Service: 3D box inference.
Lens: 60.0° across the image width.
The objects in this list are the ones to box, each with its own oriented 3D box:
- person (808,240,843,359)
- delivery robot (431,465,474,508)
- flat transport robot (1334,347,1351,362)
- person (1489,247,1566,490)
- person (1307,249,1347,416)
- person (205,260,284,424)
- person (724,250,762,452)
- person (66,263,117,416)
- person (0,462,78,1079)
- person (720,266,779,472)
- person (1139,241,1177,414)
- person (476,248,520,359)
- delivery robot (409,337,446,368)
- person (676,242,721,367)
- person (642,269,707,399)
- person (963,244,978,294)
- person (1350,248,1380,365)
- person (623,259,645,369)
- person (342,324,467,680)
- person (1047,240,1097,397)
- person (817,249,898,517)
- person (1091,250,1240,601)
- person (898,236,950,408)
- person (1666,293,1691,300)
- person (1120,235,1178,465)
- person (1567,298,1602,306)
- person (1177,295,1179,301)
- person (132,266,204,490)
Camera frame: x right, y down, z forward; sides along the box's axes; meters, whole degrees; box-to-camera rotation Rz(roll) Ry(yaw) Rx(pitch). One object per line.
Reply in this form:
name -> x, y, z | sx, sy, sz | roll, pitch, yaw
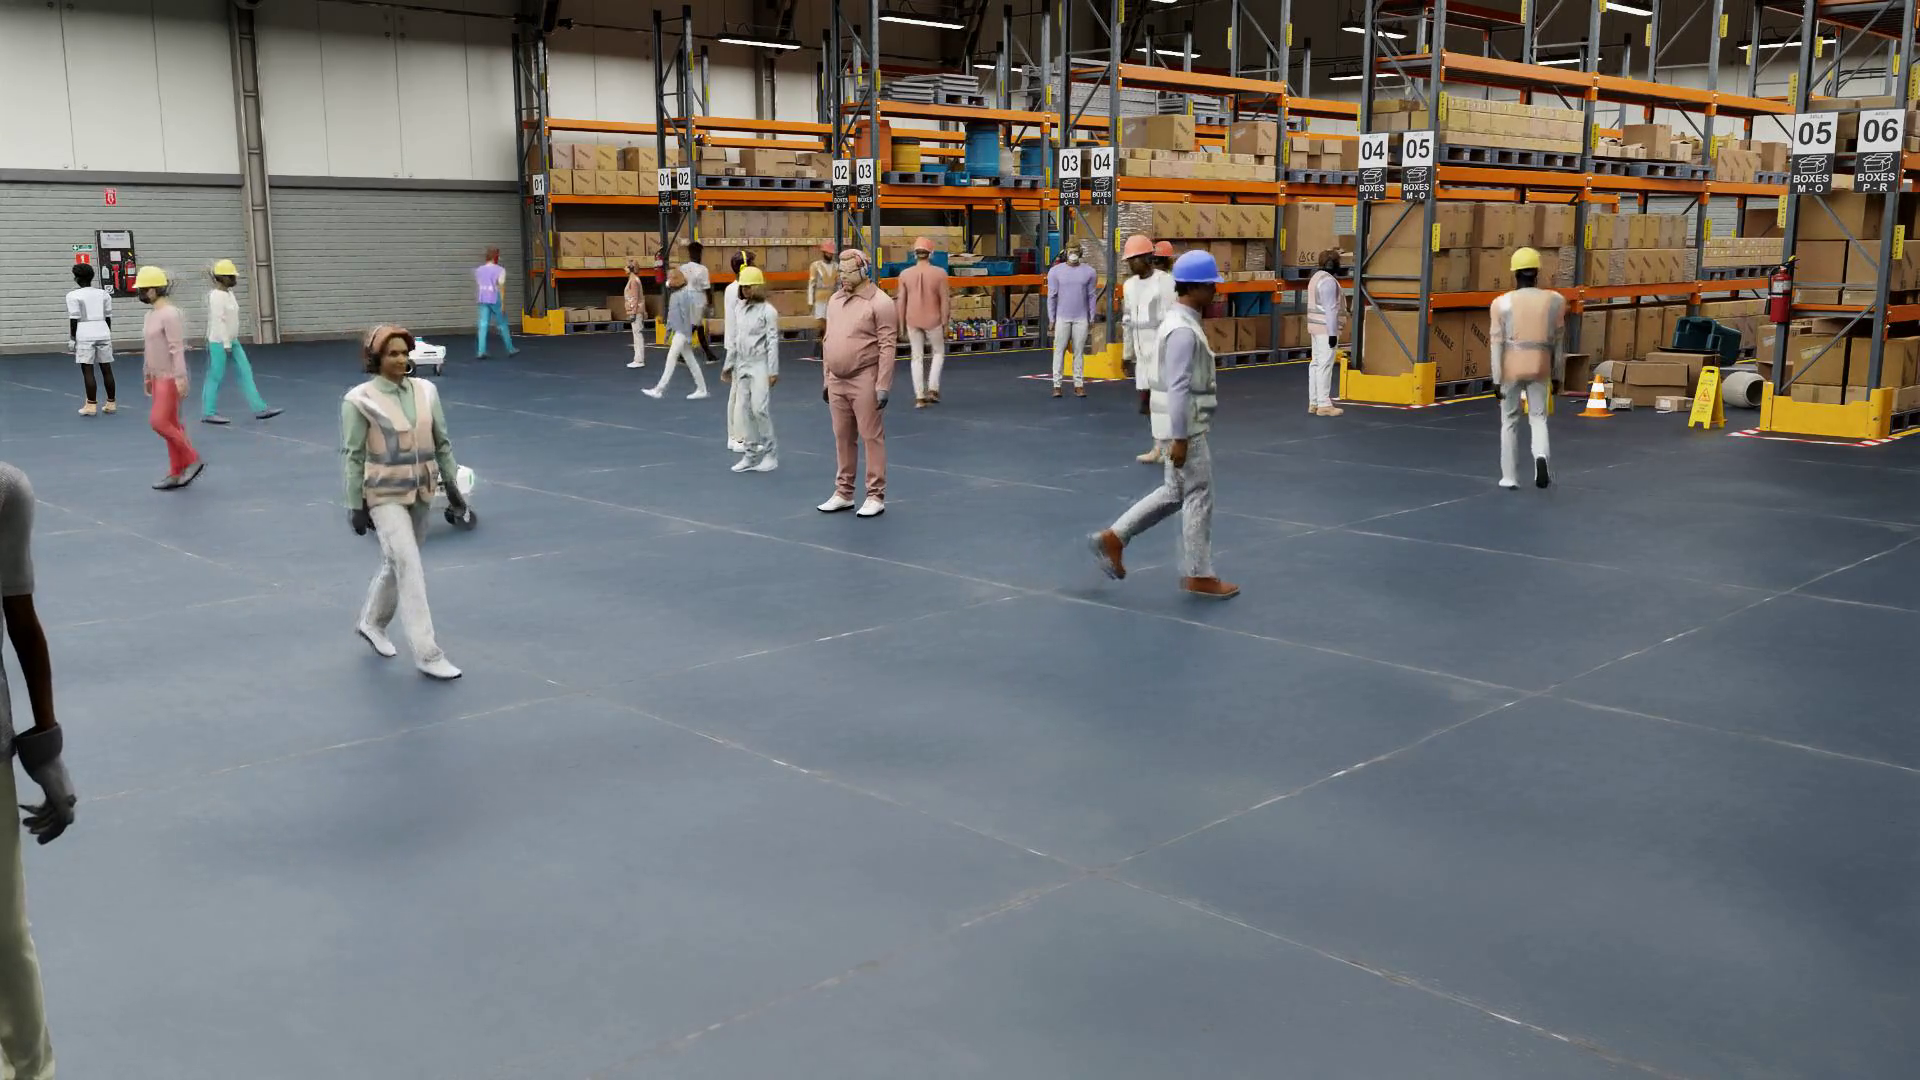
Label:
person -> -2.169, -3.892, 26.997 | 0.560, 1.913, 0.488 | -7, 13, -35
delivery robot -> -3.706, -0.371, 11.368 | 0.707, 0.478, 0.477 | -6, 12, -31
flat transport robot -> 6.368, -2.970, 26.568 | 1.431, 0.197, 0.652 | -10, 15, -44
person -> 4.418, -1.316, 12.962 | 0.595, 1.910, 0.683 | 1, 10, 7
person -> 4.121, -2.331, 18.685 | 0.429, 1.843, 0.633 | -1, 10, -5
person -> -7.735, -2.112, 17.793 | 0.848, 1.730, 0.544 | 0, 10, 0
person -> -2.034, -1.767, 15.568 | 0.332, 1.865, 0.514 | -4, 11, -22
person -> -9.736, -2.249, 18.638 | 0.319, 1.694, 0.532 | 5, 12, 26
person -> -2.097, 0.470, 3.376 | 0.511, 1.860, 0.312 | -8, 13, -37
person -> -1.785, -1.448, 14.158 | 0.506, 1.741, 0.360 | 9, 14, 41
person -> 2.242, -2.373, 18.650 | 0.373, 1.934, 0.551 | -8, 13, -35
person -> -7.603, -3.858, 27.135 | 0.586, 1.790, 0.964 | 4, 11, 22
delivery robot -> -7.794, -2.680, 23.958 | 0.707, 0.478, 0.477 | -6, 12, -30
person -> -4.101, -3.644, 25.702 | 0.636, 1.903, 1.061 | 8, 13, 36
person -> -3.494, -2.505, 20.312 | 0.858, 1.581, 0.520 | -4, 11, -22
person -> 0.186, -6.006, 38.793 | 0.682, 1.817, 0.602 | -8, 13, -36
person -> 6.330, -3.643, 25.840 | 0.349, 1.854, 0.709 | 10, 14, 44
person -> -4.940, -3.435, 25.248 | 0.312, 1.642, 0.512 | -2, 11, -10
person -> -2.613, -0.201, 7.698 | 0.830, 1.604, 0.510 | 6, 12, 30
person -> 1.399, -2.757, 20.740 | 0.629, 1.940, 0.378 | -1, 10, -6
person -> -0.759, -1.127, 11.953 | 0.639, 1.904, 0.407 | 8, 13, 38
person -> 1.159, -0.641, 9.245 | 0.758, 1.928, 0.611 | 1, 10, 6
person -> -0.403, -2.556, 19.517 | 0.644, 1.980, 0.517 | 2, 11, 13
person -> 12.604, -4.192, 28.996 | 0.915, 1.788, 0.607 | -10, 14, -44
person -> 1.648, -1.654, 14.556 | 0.541, 2.006, 0.634 | -6, 12, -31
person -> 10.433, -4.092, 27.856 | 0.608, 2.005, 0.951 | 8, 13, 36
person -> 3.761, -3.988, 27.540 | 0.661, 1.901, 0.928 | 10, 14, 42
person -> -6.297, -1.270, 13.113 | 0.553, 1.751, 0.361 | 10, 15, 44
